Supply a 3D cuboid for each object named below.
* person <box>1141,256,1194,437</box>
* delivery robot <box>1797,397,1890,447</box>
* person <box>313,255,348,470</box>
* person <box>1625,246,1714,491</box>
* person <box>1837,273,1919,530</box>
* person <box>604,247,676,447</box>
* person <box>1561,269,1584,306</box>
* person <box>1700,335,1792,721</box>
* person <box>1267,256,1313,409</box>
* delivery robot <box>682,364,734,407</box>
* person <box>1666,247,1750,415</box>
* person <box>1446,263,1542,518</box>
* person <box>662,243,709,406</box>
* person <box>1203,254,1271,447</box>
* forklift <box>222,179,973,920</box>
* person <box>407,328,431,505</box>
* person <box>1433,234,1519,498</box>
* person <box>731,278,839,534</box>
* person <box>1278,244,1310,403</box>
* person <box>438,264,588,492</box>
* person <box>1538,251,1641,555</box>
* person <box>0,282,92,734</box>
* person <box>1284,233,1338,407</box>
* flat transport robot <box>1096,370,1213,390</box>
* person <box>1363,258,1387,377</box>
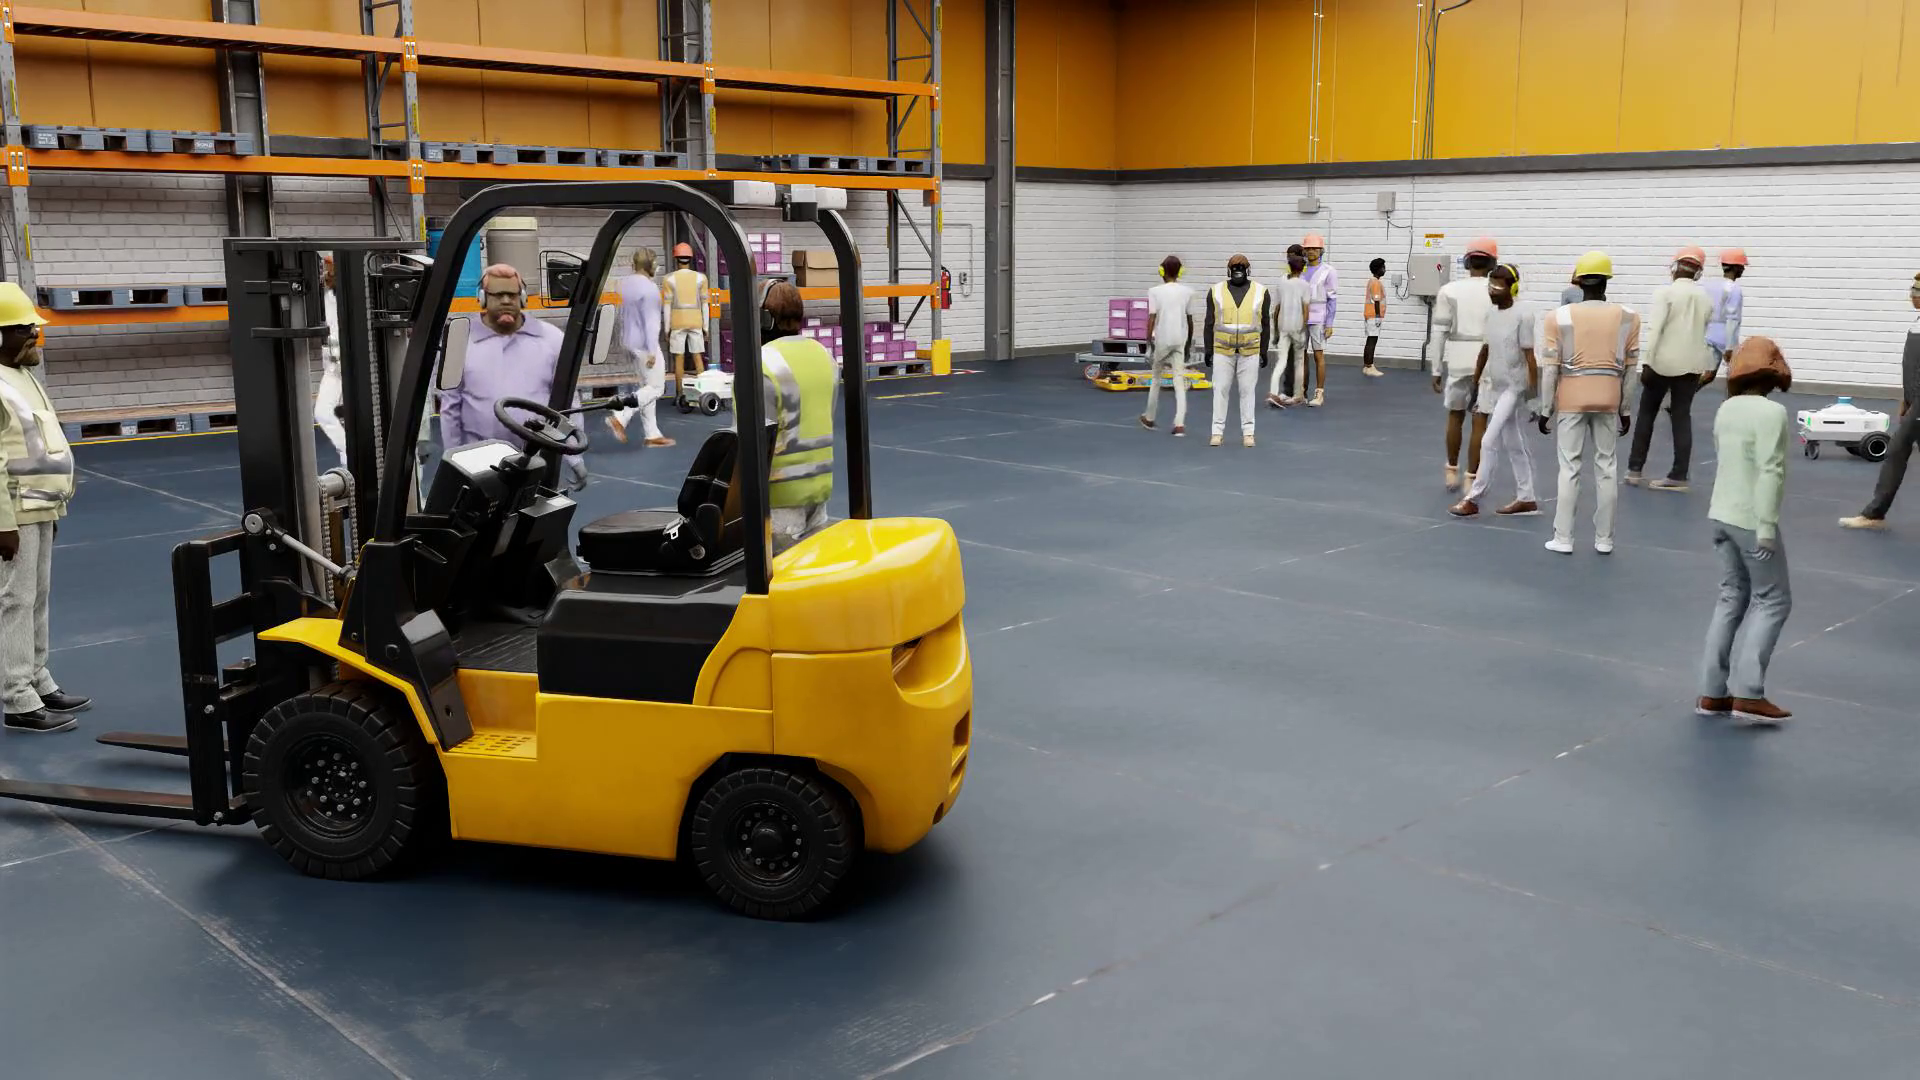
[{"bbox_3d":[2.121,-1.987,16.999,0.556,1.810,0.997,-2,11,-9],"label":"person"},{"bbox_3d":[8.000,-1.052,15.079,0.707,0.478,0.477,2,11,11],"label":"delivery robot"},{"bbox_3d":[-4.979,-1.362,13.446,0.618,1.864,0.444,6,12,28],"label":"person"},{"bbox_3d":[5.690,-1.377,13.359,0.685,1.934,0.755,-2,11,-10],"label":"person"},{"bbox_3d":[6.620,-0.941,11.337,0.951,1.810,0.517,2,11,12],"label":"person"},{"bbox_3d":[-3.054,-1.808,15.740,0.652,1.918,0.630,-7,13,-34],"label":"person"},{"bbox_3d":[8.313,-2.868,22.319,0.534,1.616,0.630,8,13,36],"label":"person"},{"bbox_3d":[3.308,-0.052,7.008,0.349,1.599,0.564,-1,10,-5],"label":"person"},{"bbox_3d":[3.870,-2.453,19.639,0.532,1.795,1.026,7,12,32],"label":"person"},{"bbox_3d":[-2.810,-1.755,18.915,0.477,0.478,0.707,9,13,39],"label":"delivery robot"},{"bbox_3d":[7.915,-2.102,17.394,0.893,1.909,0.555,-1,10,-6],"label":"person"},{"bbox_3d":[3.825,-1.051,11.865,0.834,1.815,0.649,-2,11,-12],"label":"person"},{"bbox_3d":[-3.255,-2.549,19.731,0.551,1.932,0.378,-4,11,-20],"label":"person"},{"bbox_3d":[2.654,-1.812,15.969,0.633,1.842,0.429,2,11,9],"label":"person"},{"bbox_3d":[-1.114,-0.058,5.440,2.313,2.155,1.214,2,11,13],"label":"forklift"},{"bbox_3d":[-3.360,-0.622,10.066,0.538,1.629,0.481,8,13,37],"label":"person"},{"bbox_3d":[4.044,-1.355,12.981,0.631,2.021,0.739,5,12,26],"label":"person"},{"bbox_3d":[-0.760,-0.179,7.068,0.430,1.844,0.623,5,12,26],"label":"person"},{"bbox_3d":[4.052,-2.598,20.054,0.393,1.916,0.591,-5,12,-26],"label":"person"},{"bbox_3d":[-2.150,-0.379,8.066,0.662,1.879,0.824,-4,11,-21],"label":"person"},{"bbox_3d":[3.970,-0.859,10.549,0.589,1.924,0.383,1,10,6],"label":"person"},{"bbox_3d":[-3.843,-0.129,6.818,0.403,1.833,0.586,-3,11,-15],"label":"person"},{"bbox_3d":[4.143,-2.597,19.686,0.615,2.047,0.356,9,14,40],"label":"person"},{"bbox_3d":[2.574,-2.118,21.920,1.431,0.197,0.652,-2,11,-13],"label":"flat transport robot"},{"bbox_3d":[5.983,-3.206,23.965,0.315,1.695,0.541,1,10,5],"label":"person"}]
